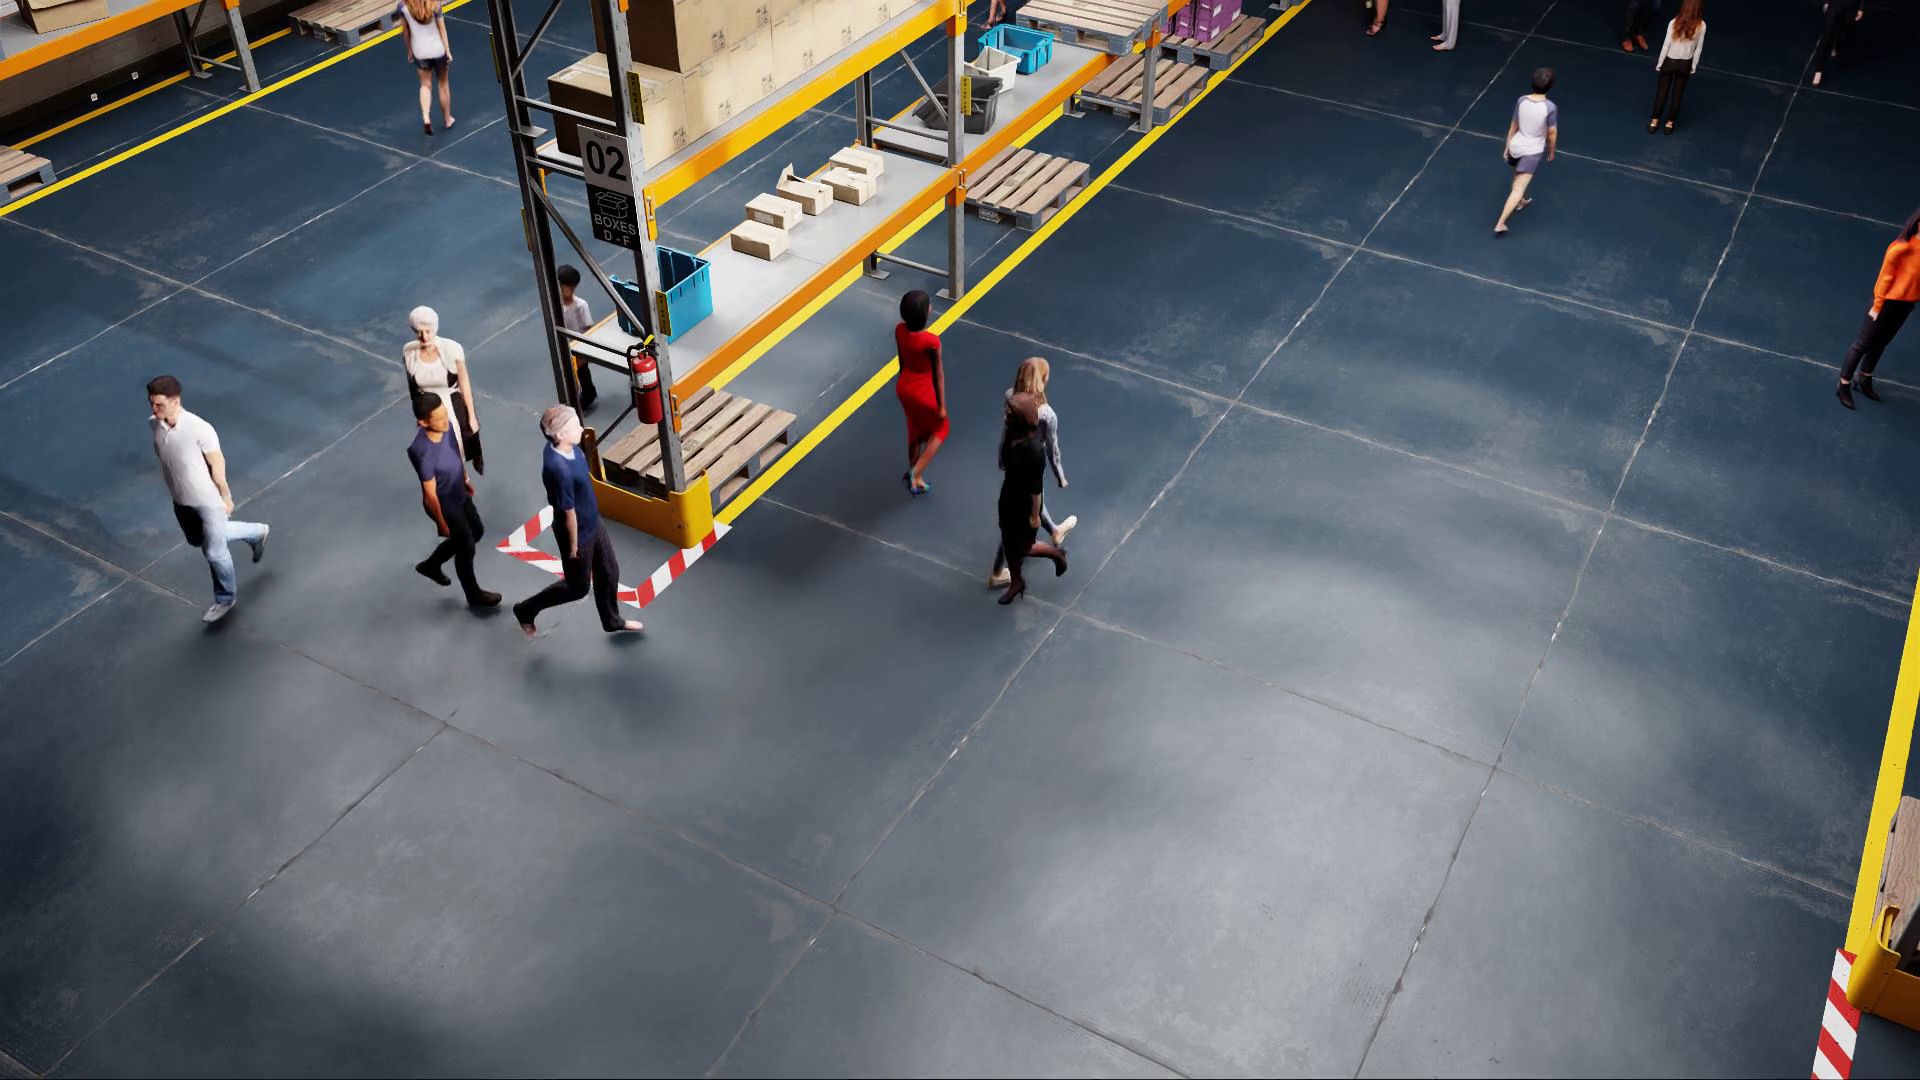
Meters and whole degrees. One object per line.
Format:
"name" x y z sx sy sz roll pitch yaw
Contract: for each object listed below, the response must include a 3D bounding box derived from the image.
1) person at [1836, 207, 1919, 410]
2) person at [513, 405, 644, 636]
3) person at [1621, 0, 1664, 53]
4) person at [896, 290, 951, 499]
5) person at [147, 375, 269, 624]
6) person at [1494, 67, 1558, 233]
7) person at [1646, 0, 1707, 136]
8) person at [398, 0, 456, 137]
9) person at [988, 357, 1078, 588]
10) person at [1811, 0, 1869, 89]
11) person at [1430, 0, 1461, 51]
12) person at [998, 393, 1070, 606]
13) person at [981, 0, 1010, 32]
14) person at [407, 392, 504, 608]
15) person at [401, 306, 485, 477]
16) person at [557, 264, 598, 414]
"person" 7.355 -1.875 13.140 0.680 1.749 0.769 -15 41 -18
"person" -2.577 -0.057 10.790 1.075 1.842 1.099 -3 39 -4
"person" 7.775 -6.470 18.865 0.792 1.786 0.819 -4 39 -4
"person" -0.340 -0.991 12.048 0.642 1.730 0.719 27 46 29
"person" -5.034 -0.348 11.155 0.725 1.840 1.021 16 41 20
"person" 5.246 -3.591 15.472 1.082 1.522 0.779 -30 47 -32
"person" 7.402 -4.910 17.152 0.579 1.485 0.559 11 40 13
"person" -5.448 -4.950 17.023 0.897 1.709 1.017 -3 39 -3
"person" 0.385 -0.417 11.310 1.191 1.756 0.898 -27 46 -30
"person" 9.608 -5.772 18.061 0.607 1.698 0.834 23 44 27
"person" 5.644 -6.478 18.888 0.712 1.769 0.581 5 39 6
"person" 0.494 -0.266 11.176 0.899 1.686 0.803 -18 42 -22
"person" 0.476 -6.831 19.525 0.544 1.527 0.918 19 43 23
"person" -3.492 -0.258 11.098 0.914 1.771 0.895 2 39 3
"person" -3.664 -0.939 11.978 0.894 1.738 1.021 2 39 2
"person" -3.013 -1.644 13.252 0.504 1.249 0.534 21 43 24
